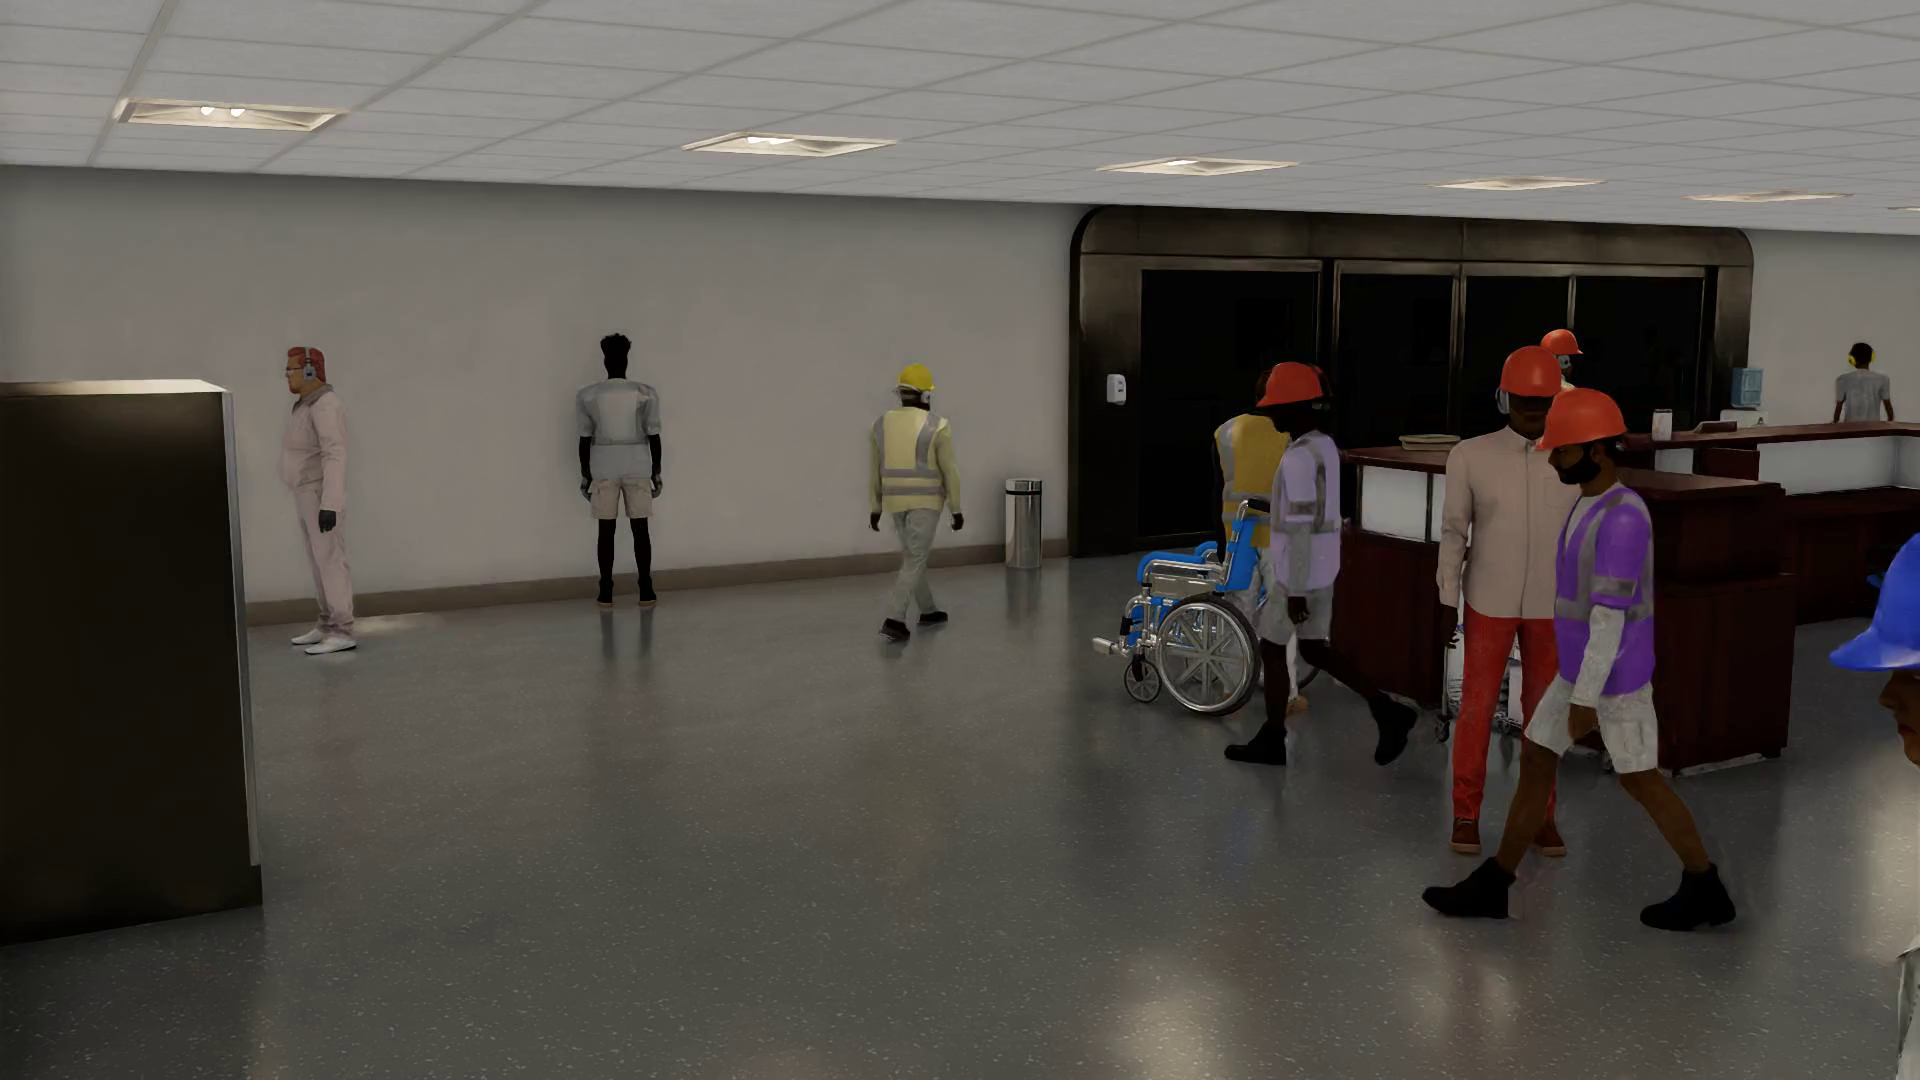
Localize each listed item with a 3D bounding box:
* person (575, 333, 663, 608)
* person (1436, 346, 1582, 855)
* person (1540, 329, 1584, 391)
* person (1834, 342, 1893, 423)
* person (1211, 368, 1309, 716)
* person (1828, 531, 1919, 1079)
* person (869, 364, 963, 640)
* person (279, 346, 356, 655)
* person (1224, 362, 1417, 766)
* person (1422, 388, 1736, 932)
[{"bbox_3d":[-2.427,-0.492,11.899,0.606,1.967,0.367,-2,8,-11],"label":"person"},{"bbox_3d":[2.181,0.242,6.489,0.624,1.991,0.390,1,8,5],"label":"person"},{"bbox_3d":[4.134,-0.468,11.626,0.379,1.996,0.611,-3,8,-20],"label":"person"},{"bbox_3d":[9.078,-1.087,16.765,0.973,1.818,0.549,-7,10,-41],"label":"person"},{"bbox_3d":[1.629,0.010,8.768,0.630,1.835,0.429,5,9,30],"label":"person"},{"bbox_3d":[1.223,0.911,2.015,0.991,1.889,0.653,5,9,30],"label":"person"},{"bbox_3d":[-0.303,-0.255,10.870,0.608,1.792,0.933,5,9,31],"label":"person"},{"bbox_3d":[-4.015,-0.248,10.353,0.403,1.906,0.652,-5,9,-32],"label":"person"},{"bbox_3d":[1.658,0.136,7.612,0.819,1.907,0.560,4,9,28],"label":"person"},{"bbox_3d":[2.181,0.423,5.641,1.033,1.876,0.553,1,8,4],"label":"person"}]
